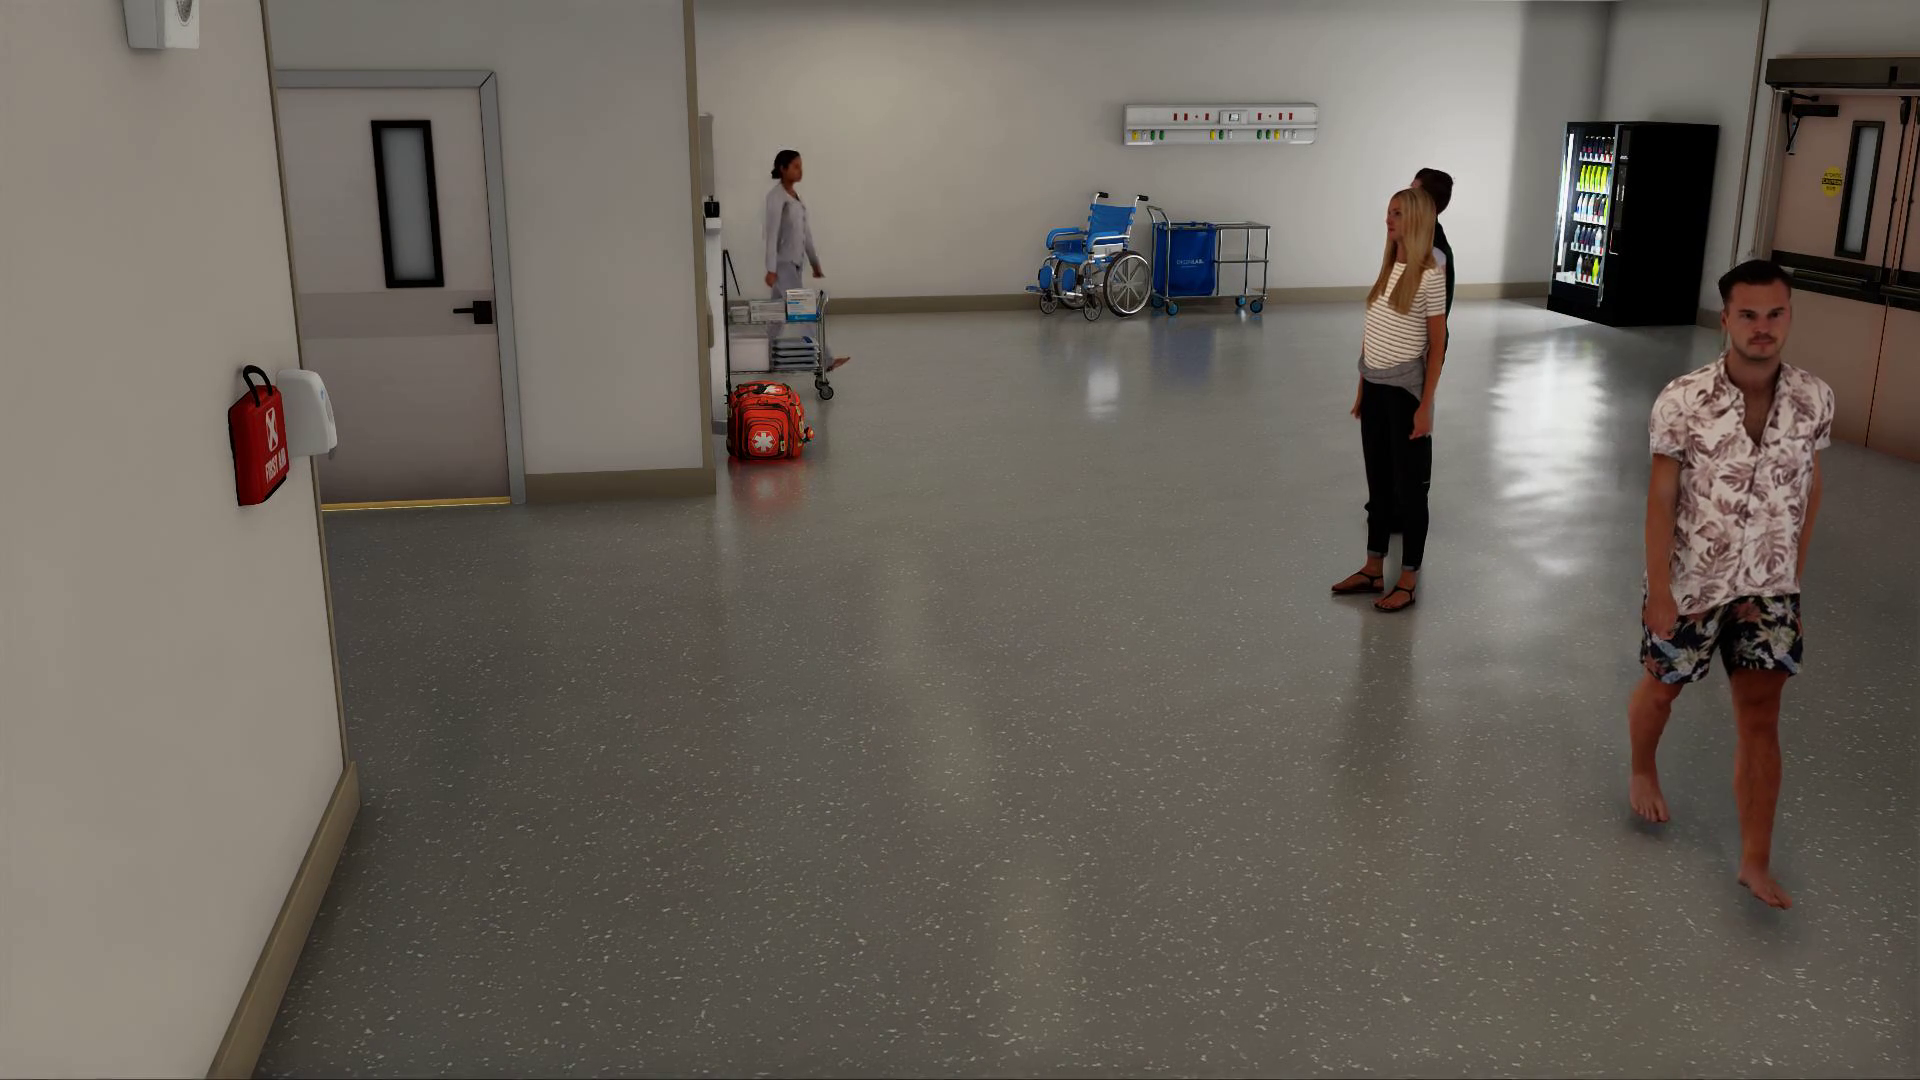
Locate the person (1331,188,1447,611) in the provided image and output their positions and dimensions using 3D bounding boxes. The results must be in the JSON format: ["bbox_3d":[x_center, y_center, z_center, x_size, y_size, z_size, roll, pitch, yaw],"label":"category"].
[{"bbox_3d":[1.925,-0.615,7.292,0.724,1.826,0.563,-8,17,-25],"label":"person"}]

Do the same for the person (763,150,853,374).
[{"bbox_3d":[-1.419,-2.103,12.807,0.998,1.698,1.112,5,16,17],"label":"person"}]

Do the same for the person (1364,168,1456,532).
[{"bbox_3d":[2.323,-0.968,8.507,0.777,1.843,0.650,3,16,10],"label":"person"}]

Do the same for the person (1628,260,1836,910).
[{"bbox_3d":[2.195,0.090,4.900,0.893,1.767,1.237,2,16,6],"label":"person"}]
